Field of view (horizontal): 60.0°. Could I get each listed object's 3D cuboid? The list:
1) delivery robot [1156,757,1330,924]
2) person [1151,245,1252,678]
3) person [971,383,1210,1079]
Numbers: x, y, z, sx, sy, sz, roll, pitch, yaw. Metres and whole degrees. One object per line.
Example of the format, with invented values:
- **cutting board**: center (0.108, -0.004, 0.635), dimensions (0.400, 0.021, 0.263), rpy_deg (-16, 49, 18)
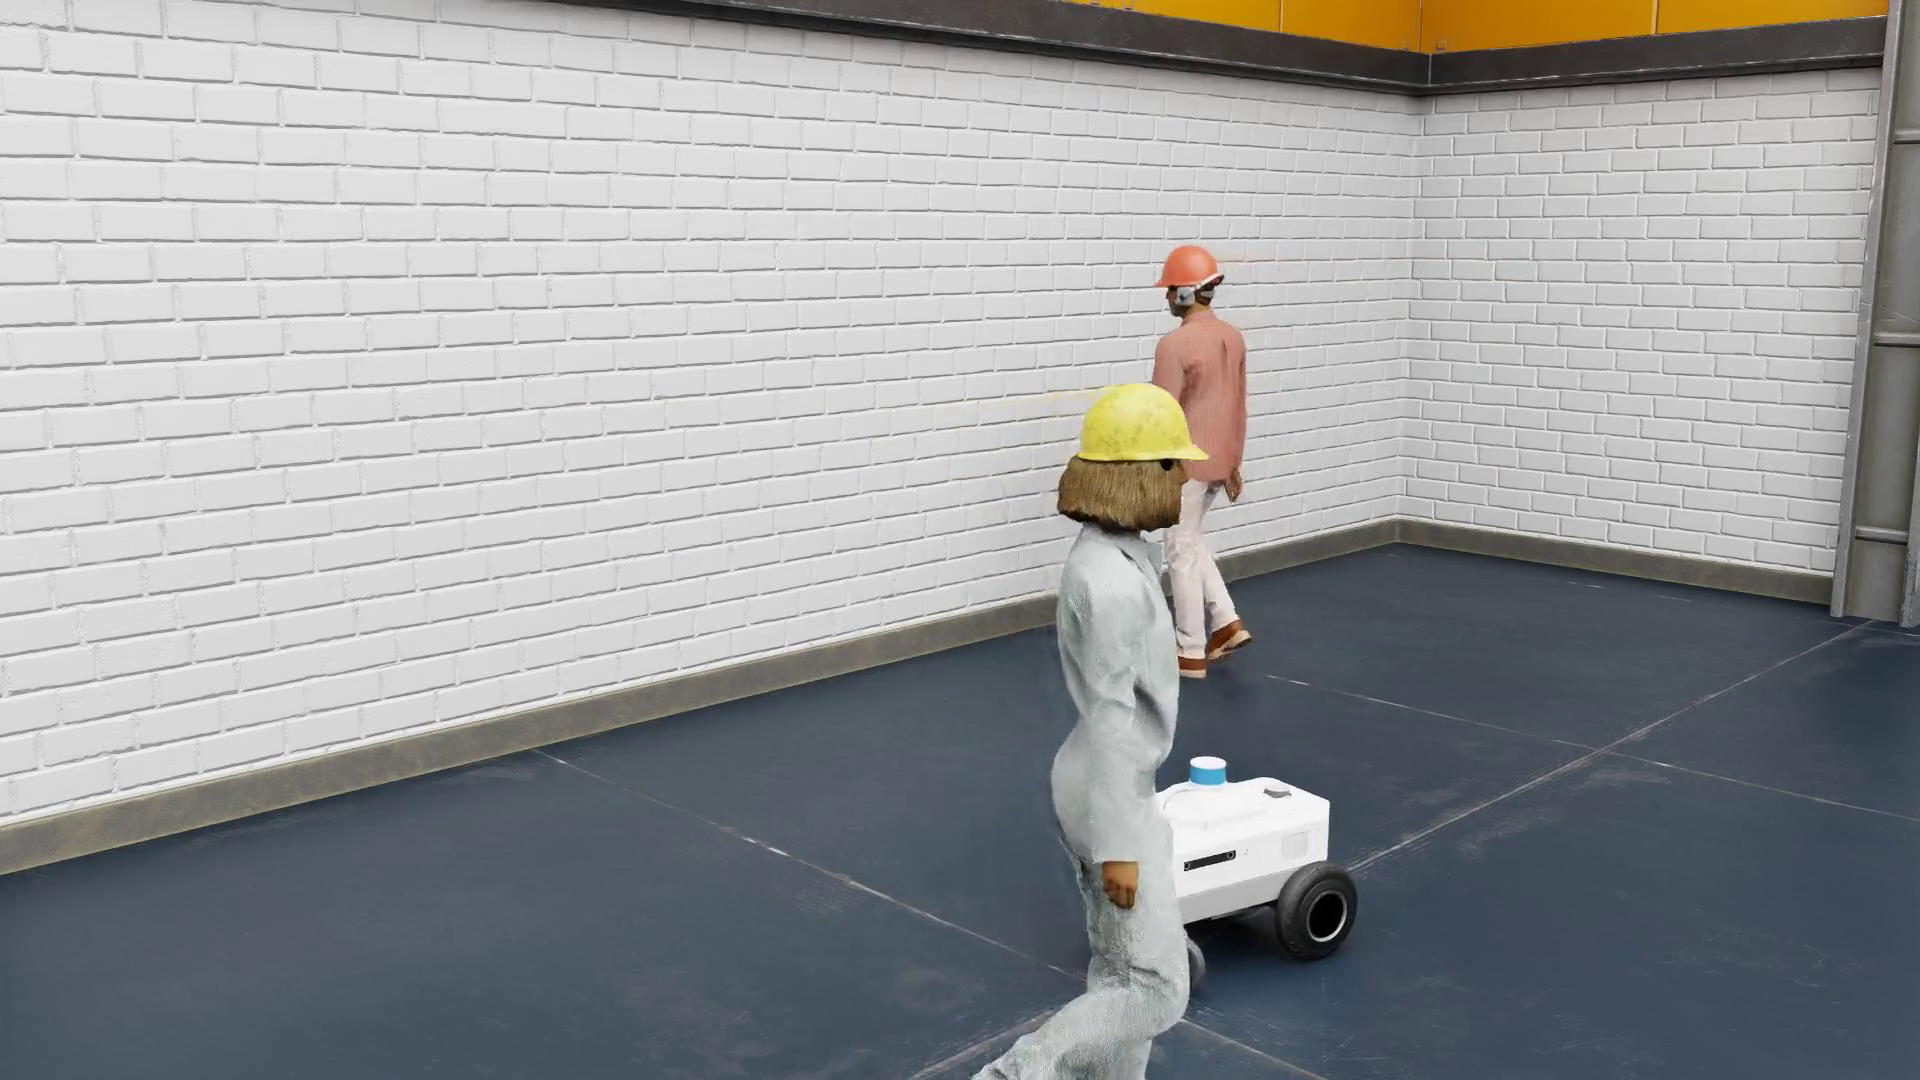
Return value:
- **delivery robot**: center (0.692, 0.855, 4.682), dimensions (0.707, 0.478, 0.477), rpy_deg (-6, 12, -30)
- **person**: center (1.045, -0.345, 7.585), dimensions (0.429, 1.975, 0.637), rpy_deg (8, 13, 36)
- **person**: center (0.291, 0.542, 3.407), dimensions (0.457, 1.730, 0.500), rpy_deg (1, 10, 5)
